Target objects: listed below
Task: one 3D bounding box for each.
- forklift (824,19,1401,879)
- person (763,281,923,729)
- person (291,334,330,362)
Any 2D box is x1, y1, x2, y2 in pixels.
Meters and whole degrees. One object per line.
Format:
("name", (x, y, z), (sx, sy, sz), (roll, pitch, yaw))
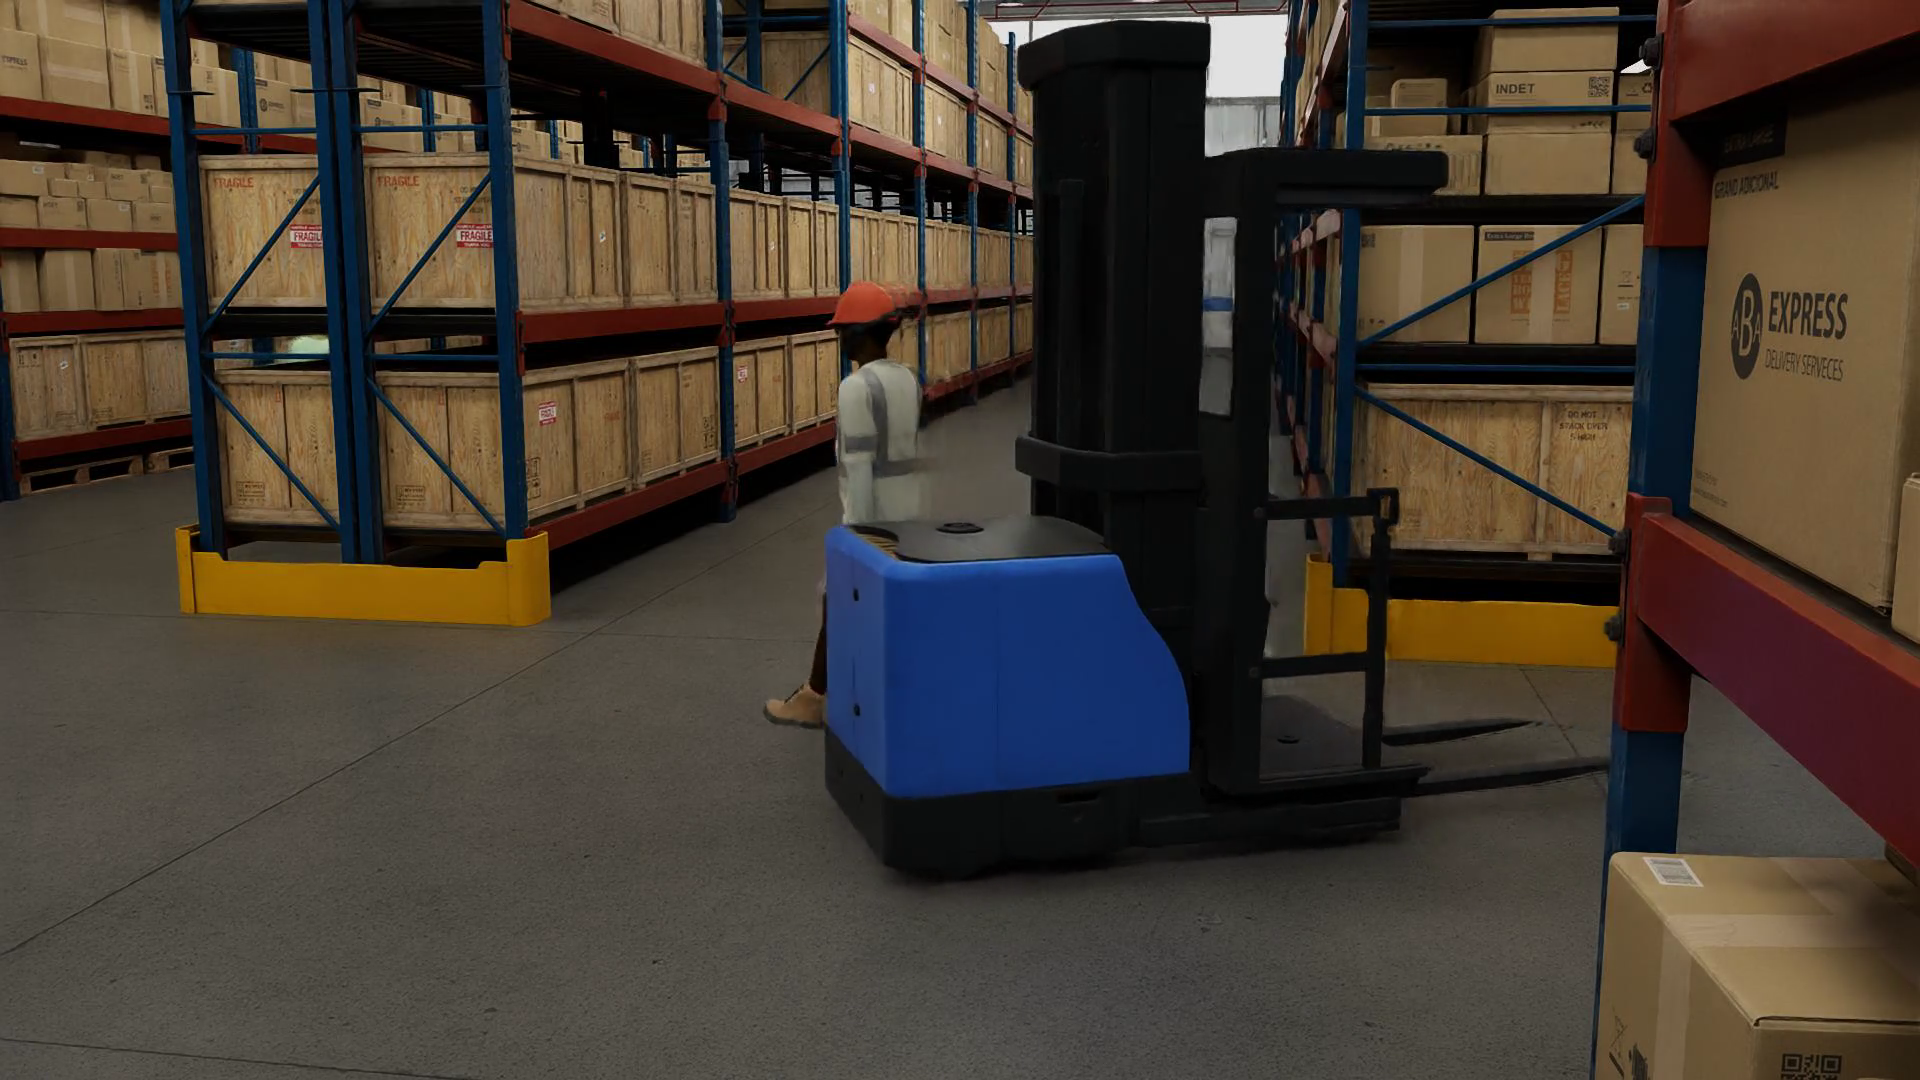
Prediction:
("forklift", (0.511, -0.365, 5.952), (1.873, 2.768, 1.129), (-3, 10, -17))
("person", (-0.354, -0.110, 7.167), (1.078, 1.989, 0.622), (5, 10, 29))
("person", (-4.946, -0.954, 12.916), (0.587, 1.819, 0.854), (2, 9, 10))
